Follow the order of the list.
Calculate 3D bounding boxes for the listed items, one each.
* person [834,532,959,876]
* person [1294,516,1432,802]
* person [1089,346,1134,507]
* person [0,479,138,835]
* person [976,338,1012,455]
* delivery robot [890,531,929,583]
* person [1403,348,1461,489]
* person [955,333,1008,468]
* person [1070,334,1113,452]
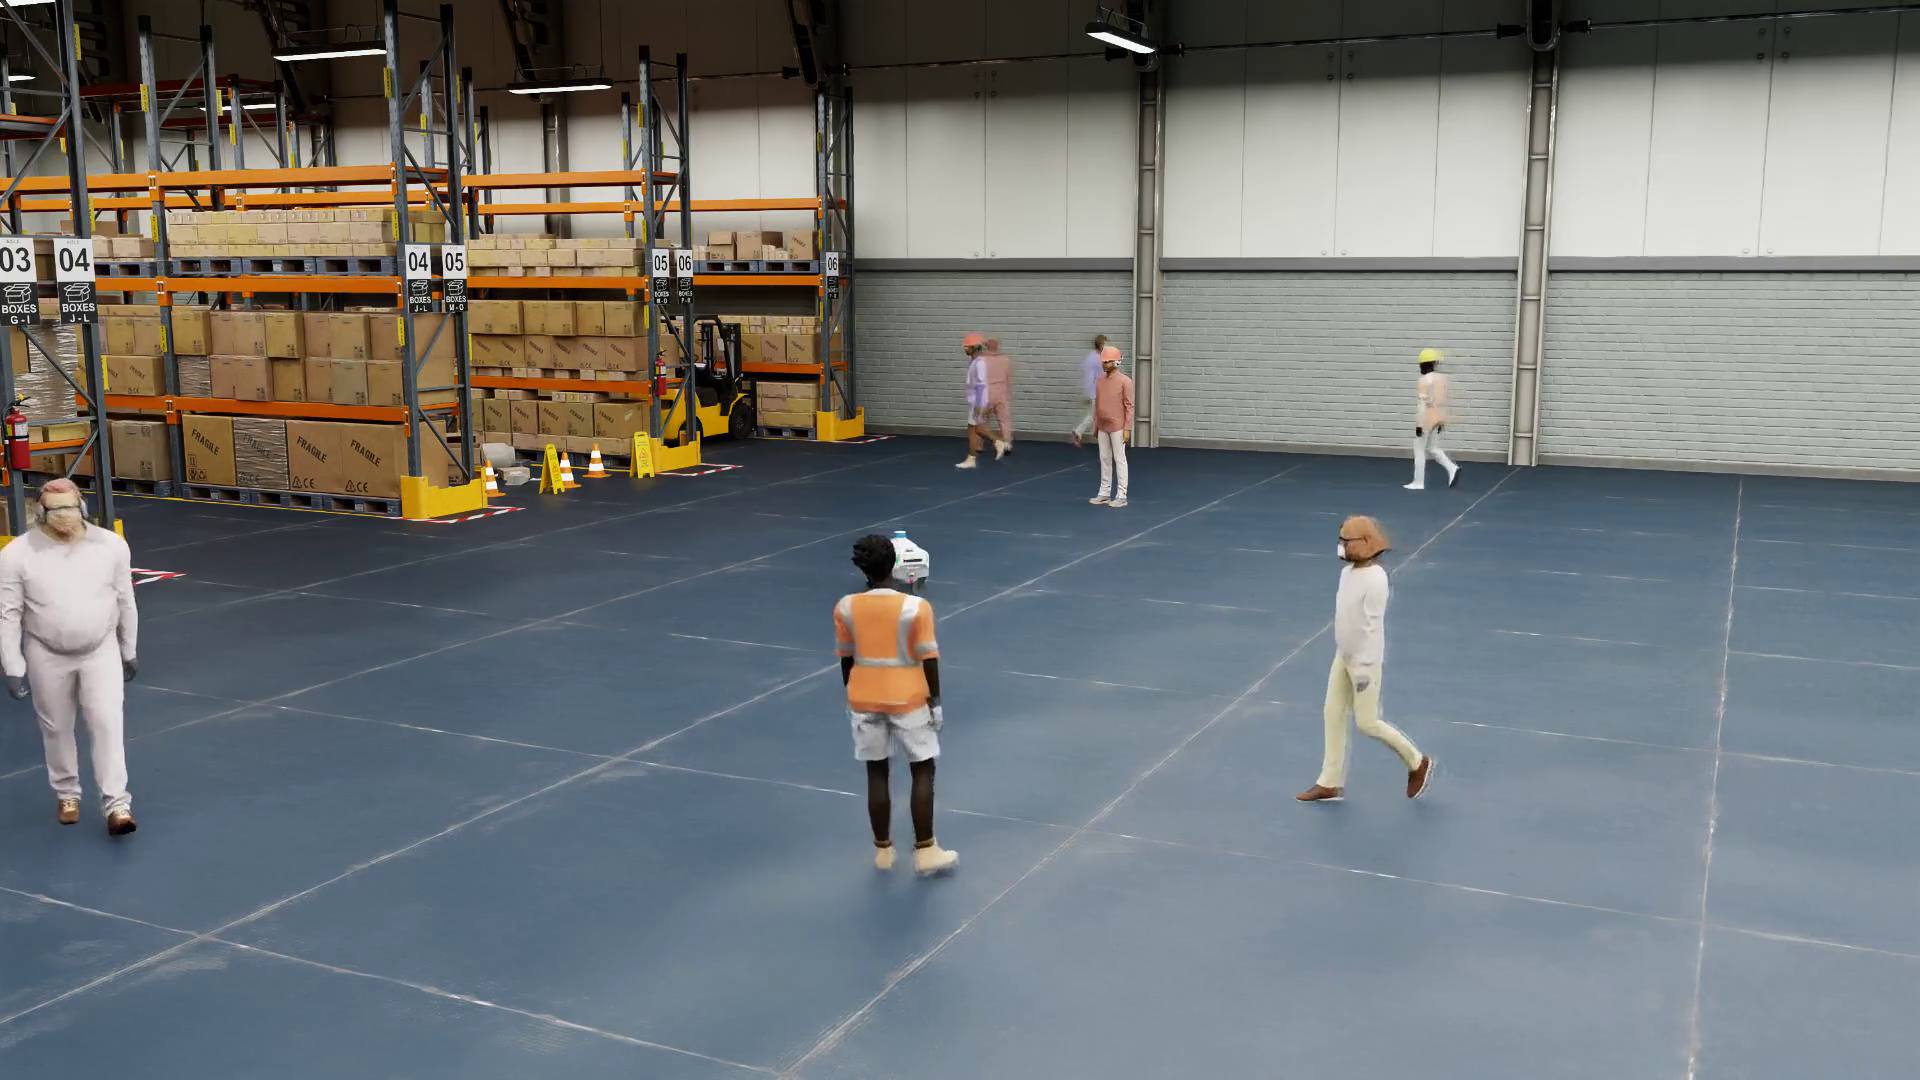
[{"bbox_3d":[-0.340,0.799,8.153,0.596,1.672,0.332,3,10,19],"label":"person"},{"bbox_3d":[2.233,0.663,9.137,0.682,1.612,0.502,-2,10,-13],"label":"person"},{"bbox_3d":[1.876,-1.406,20.676,0.396,1.992,0.622,-8,12,-39],"label":"person"},{"bbox_3d":[-4.594,0.624,8.624,0.657,1.861,0.976,-6,11,-32],"label":"person"},{"bbox_3d":[0.536,-2.272,26.427,0.648,1.859,1.006,-5,10,-26],"label":"person"},{"bbox_3d":[-0.543,0.161,15.183,0.477,0.478,0.707,-3,10,-20],"label":"delivery robot"},{"bbox_3d":[6.309,-1.598,22.145,0.659,1.910,0.591,8,13,42],"label":"person"},{"bbox_3d":[0.324,-2.056,24.617,0.747,2.021,0.612,-2,9,-10],"label":"person"},{"bbox_3d":[2.183,-2.395,26.993,0.875,1.914,0.630,5,11,29],"label":"person"}]
